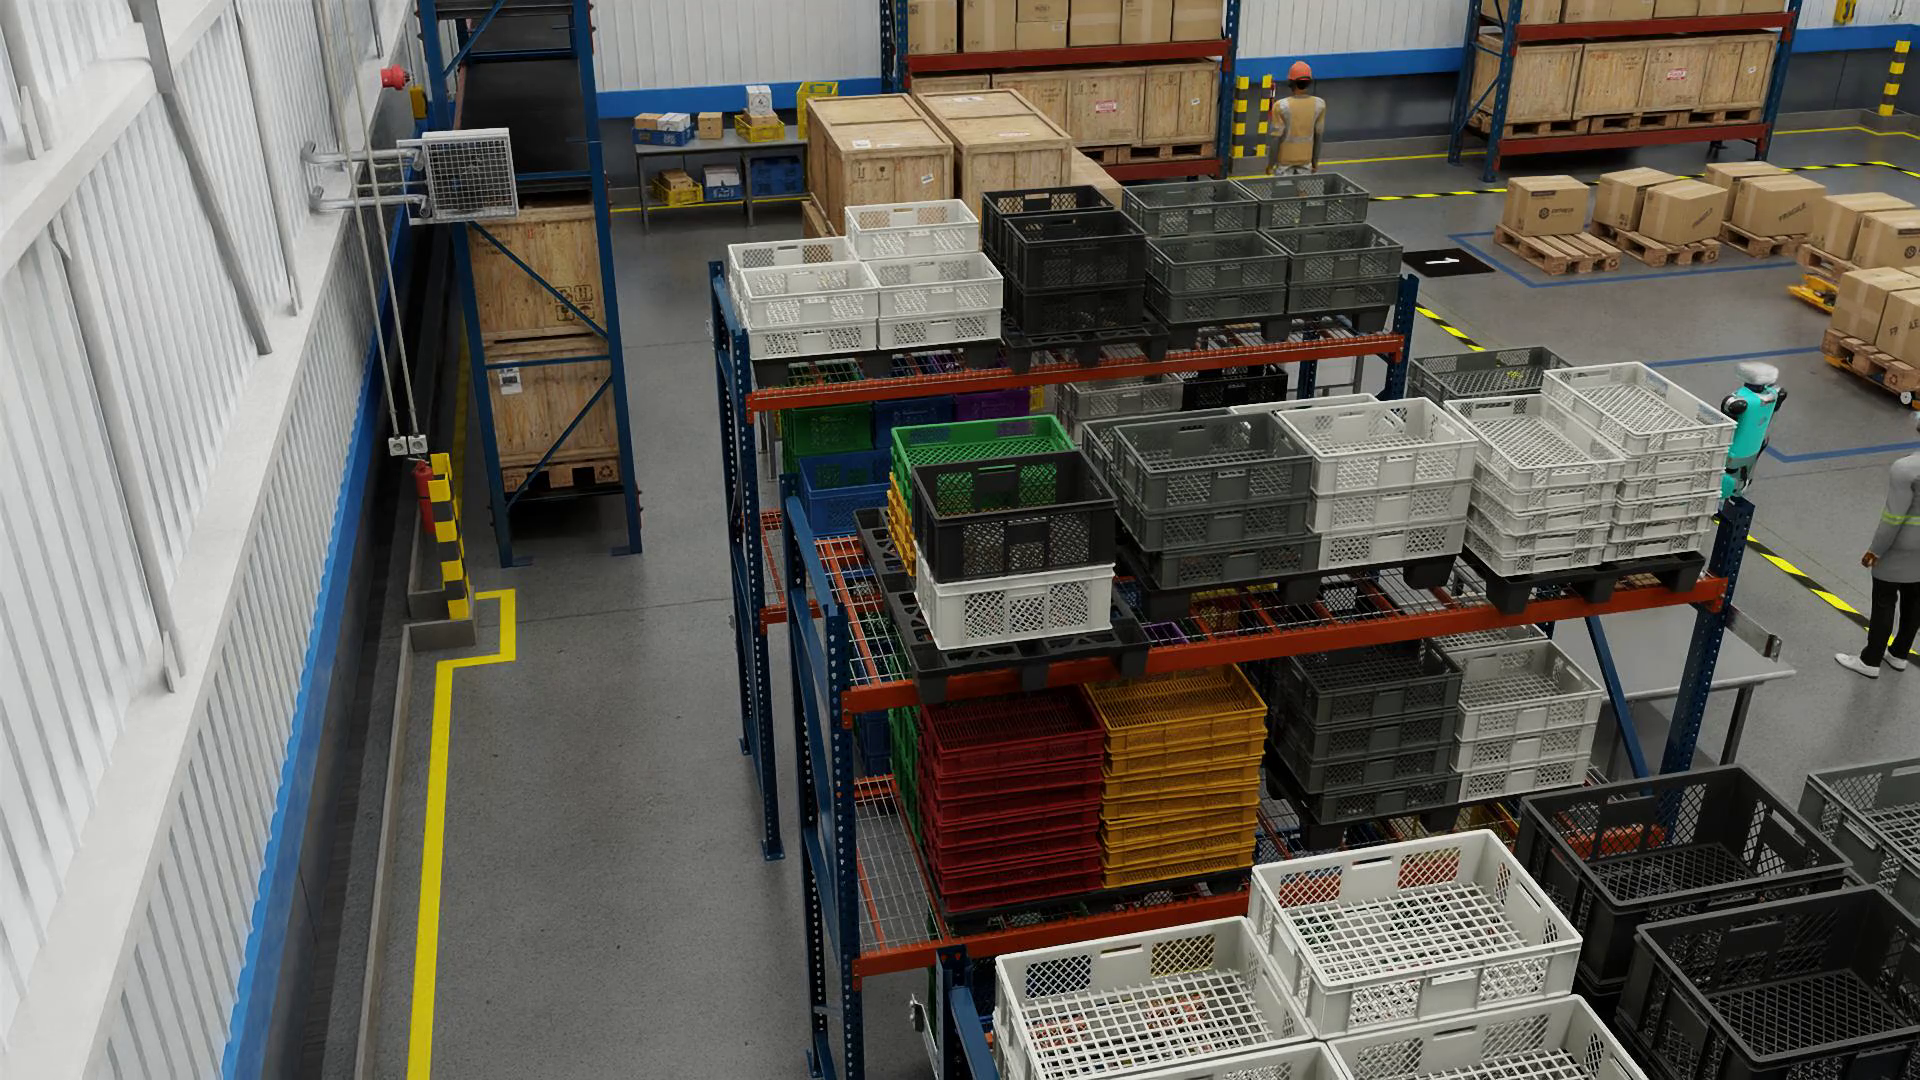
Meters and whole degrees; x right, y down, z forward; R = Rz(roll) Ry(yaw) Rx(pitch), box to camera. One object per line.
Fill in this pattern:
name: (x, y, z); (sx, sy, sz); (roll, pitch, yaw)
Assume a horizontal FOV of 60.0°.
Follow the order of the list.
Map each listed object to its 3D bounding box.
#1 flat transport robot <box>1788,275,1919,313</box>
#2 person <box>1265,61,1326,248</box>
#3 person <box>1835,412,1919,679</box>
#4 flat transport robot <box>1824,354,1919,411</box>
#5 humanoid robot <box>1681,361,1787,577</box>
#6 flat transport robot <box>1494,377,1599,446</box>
flat transport robot: (9.244, -2.551, 16.857); (1.431, 0.197, 0.652); (-6, 28, -12)
person: (3.596, -4.136, 17.995); (0.614, 2.040, 0.379); (-7, 29, -12)
person: (5.885, -0.006, 10.360); (0.593, 1.849, 0.391); (-9, 29, -17)
flat transport robot: (8.473, -1.467, 14.800); (0.652, 0.197, 1.431); (-6, 28, -12)
humanoid robot: (5.020, -0.481, 11.241); (0.533, 1.677, 0.735); (-15, 31, -26)
flat transport robot: (4.780, -1.036, 14.013); (0.659, 0.231, 1.431); (-6, 28, -12)
